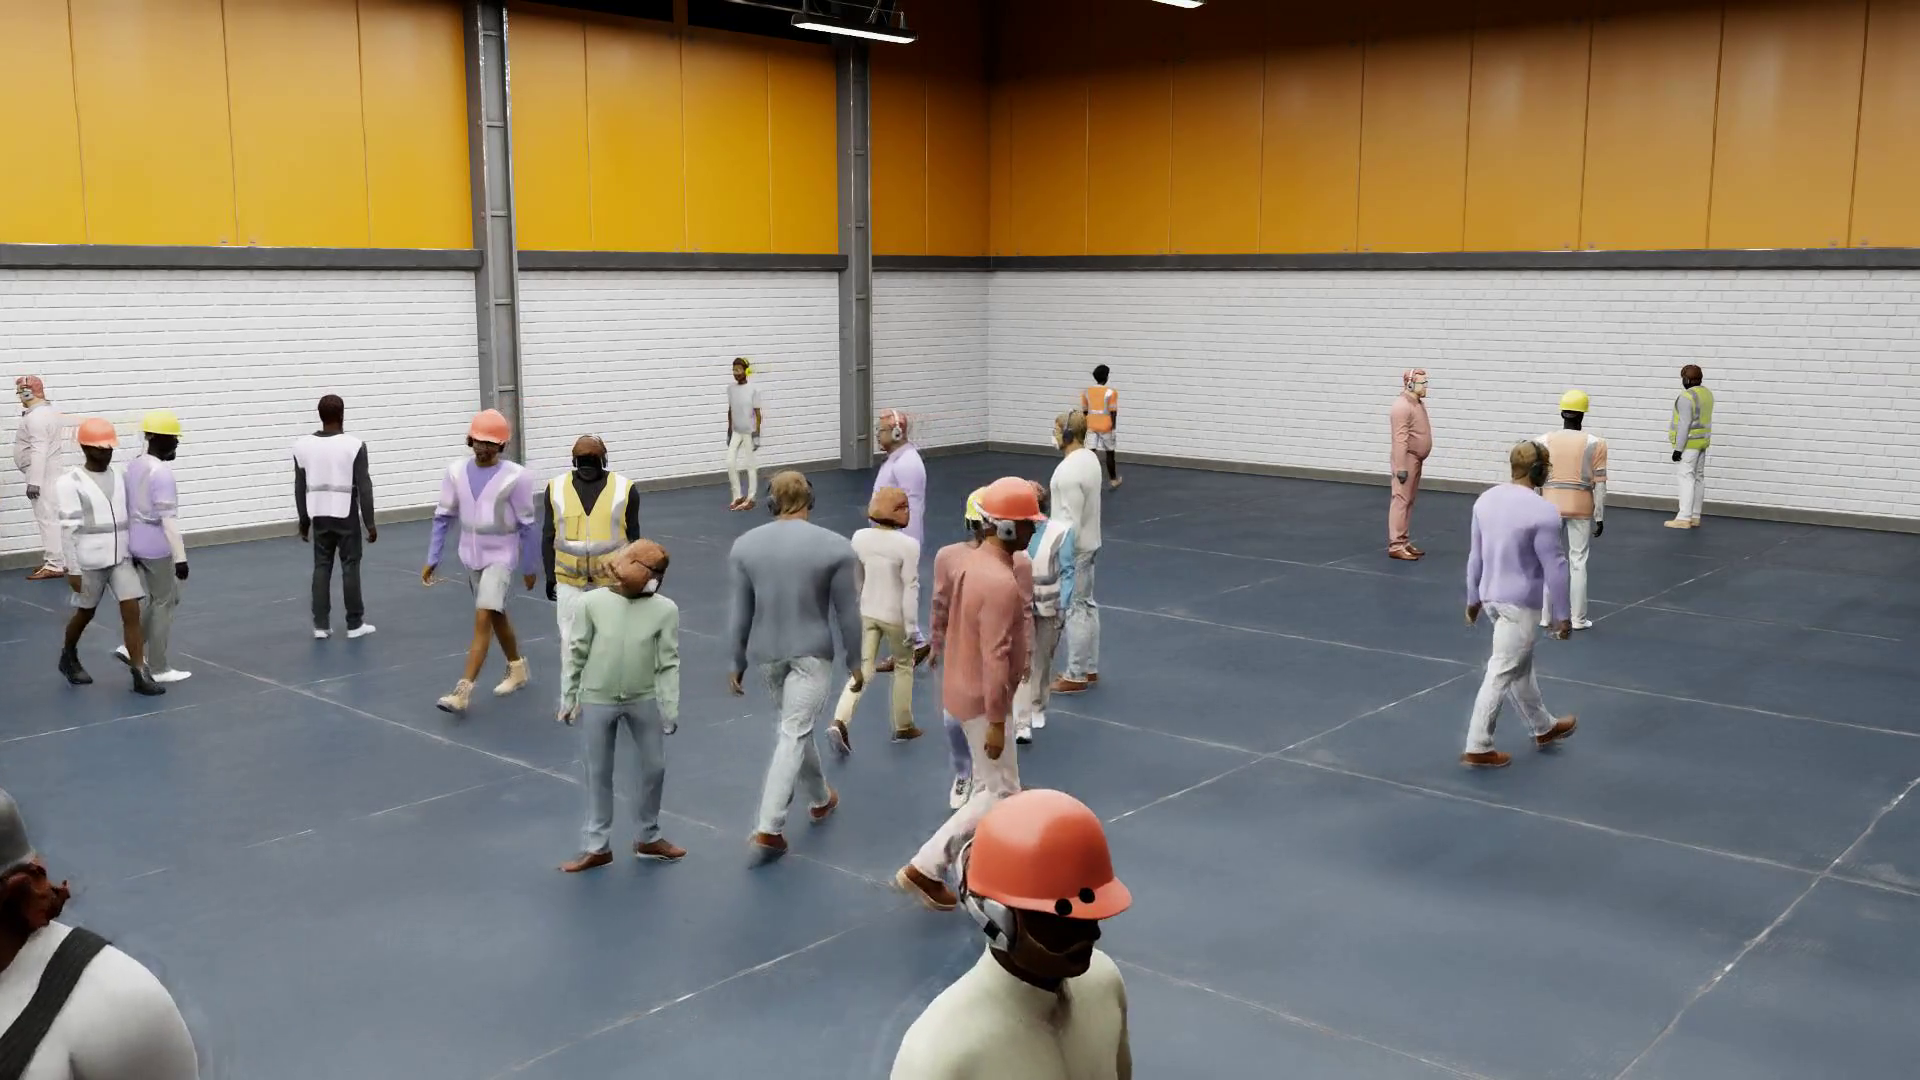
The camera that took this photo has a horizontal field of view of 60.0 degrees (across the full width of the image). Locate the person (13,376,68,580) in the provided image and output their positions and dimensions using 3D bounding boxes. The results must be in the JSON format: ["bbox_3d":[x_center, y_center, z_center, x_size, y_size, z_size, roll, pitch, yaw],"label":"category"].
[{"bbox_3d":[-8.618,-0.585,15.576,0.406,1.902,0.639,-3,9,-16],"label":"person"}]

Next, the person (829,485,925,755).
[{"bbox_3d":[-0.486,0.476,9.887,0.512,1.604,0.766,5,10,29],"label":"person"}]

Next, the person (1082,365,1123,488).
[{"bbox_3d":[1.871,-1.467,21.840,0.549,1.650,0.854,5,10,29],"label":"person"}]

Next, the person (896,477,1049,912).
[{"bbox_3d":[0.078,0.699,7.285,0.612,1.969,0.660,-2,9,-13],"label":"person"}]

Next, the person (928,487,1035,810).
[{"bbox_3d":[0.113,0.581,8.692,0.568,1.747,0.461,1,9,5],"label":"person"}]

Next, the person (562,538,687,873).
[{"bbox_3d":[-1.623,0.790,7.859,0.608,1.611,0.309,-3,9,-18],"label":"person"}]

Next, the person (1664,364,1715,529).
[{"bbox_3d":[8.179,-1.048,18.673,0.624,1.841,0.430,-8,12,-40],"label":"person"}]

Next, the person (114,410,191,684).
[{"bbox_3d":[-5.578,0.050,11.570,0.645,1.901,0.490,8,12,43],"label":"person"}]

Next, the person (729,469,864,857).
[{"bbox_3d":[-0.830,0.594,8.275,0.652,1.879,1.000,2,9,15],"label":"person"}]

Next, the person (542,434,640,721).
[{"bbox_3d":[-2.344,0.241,10.591,0.619,1.838,0.430,-1,9,-7],"label":"person"}]

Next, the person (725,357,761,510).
[{"bbox_3d":[-2.640,-1.262,19.970,0.563,1.849,0.604,4,10,25],"label":"person"}]

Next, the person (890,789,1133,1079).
[{"bbox_3d":[0.089,1.381,3.083,1.000,1.954,0.629,7,11,36],"label":"person"}]

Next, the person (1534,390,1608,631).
[{"bbox_3d":[4.854,-0.236,13.295,0.588,1.927,0.369,5,10,29],"label":"person"}]

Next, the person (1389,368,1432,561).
[{"bbox_3d":[4.518,-0.762,16.660,0.400,1.910,0.643,5,10,28],"label":"person"}]

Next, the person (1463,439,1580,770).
[{"bbox_3d":[3.312,0.366,9.615,0.984,1.891,0.653,-3,10,-19],"label":"person"}]

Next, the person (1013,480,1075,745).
[{"bbox_3d":[0.444,0.434,10.130,0.506,1.586,0.868,1,9,5],"label":"person"}]

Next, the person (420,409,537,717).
[{"bbox_3d":[-3.108,0.132,10.838,0.641,1.966,1.087,3,10,19],"label":"person"}]

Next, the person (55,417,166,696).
[{"bbox_3d":[-5.871,0.104,11.305,0.981,1.896,0.557,5,10,29],"label":"person"}]

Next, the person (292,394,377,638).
[{"bbox_3d":[-4.865,-0.177,12.962,0.595,1.919,0.403,1,9,5],"label":"person"}]

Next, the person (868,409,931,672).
[{"bbox_3d":[-0.468,0.022,11.769,0.428,1.892,0.675,-2,9,-10],"label":"person"}]

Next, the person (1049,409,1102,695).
[{"bbox_3d":[0.775,0.082,11.263,0.352,1.937,0.635,3,10,19],"label":"person"}]
